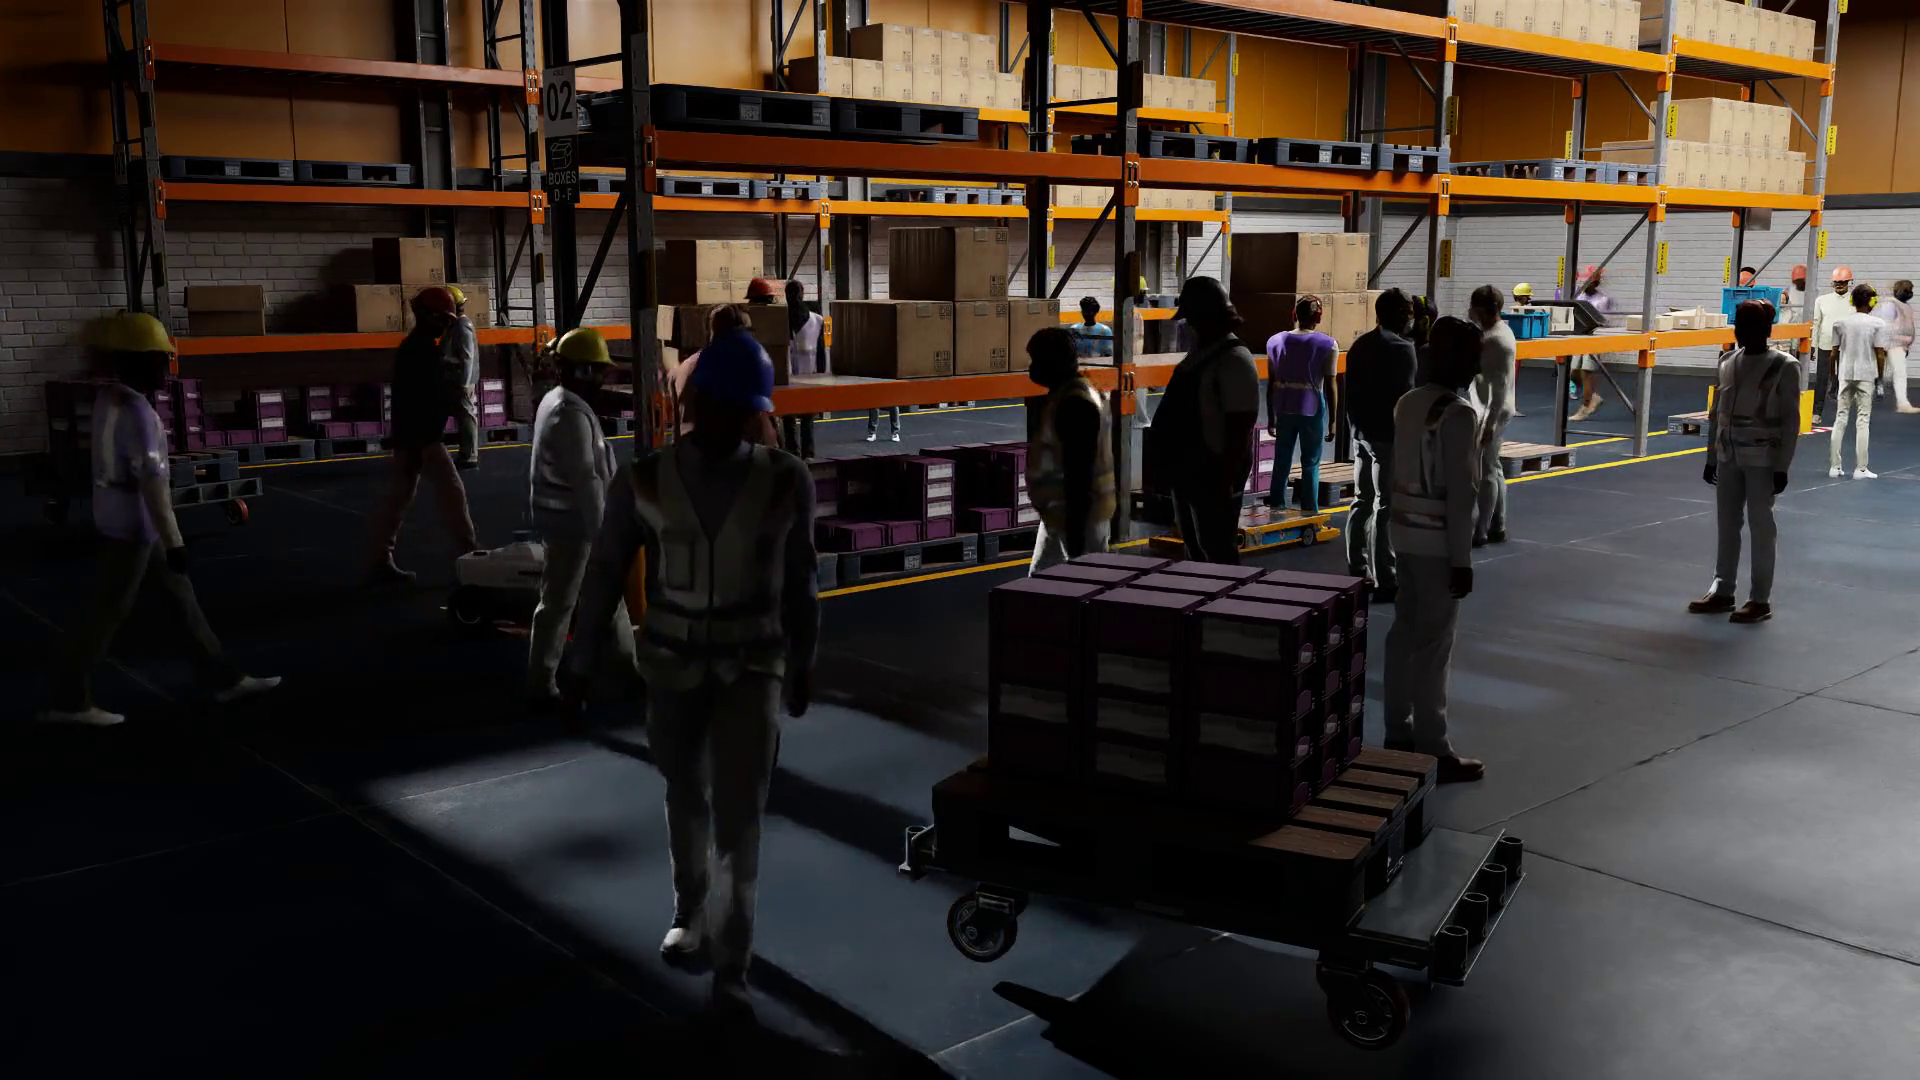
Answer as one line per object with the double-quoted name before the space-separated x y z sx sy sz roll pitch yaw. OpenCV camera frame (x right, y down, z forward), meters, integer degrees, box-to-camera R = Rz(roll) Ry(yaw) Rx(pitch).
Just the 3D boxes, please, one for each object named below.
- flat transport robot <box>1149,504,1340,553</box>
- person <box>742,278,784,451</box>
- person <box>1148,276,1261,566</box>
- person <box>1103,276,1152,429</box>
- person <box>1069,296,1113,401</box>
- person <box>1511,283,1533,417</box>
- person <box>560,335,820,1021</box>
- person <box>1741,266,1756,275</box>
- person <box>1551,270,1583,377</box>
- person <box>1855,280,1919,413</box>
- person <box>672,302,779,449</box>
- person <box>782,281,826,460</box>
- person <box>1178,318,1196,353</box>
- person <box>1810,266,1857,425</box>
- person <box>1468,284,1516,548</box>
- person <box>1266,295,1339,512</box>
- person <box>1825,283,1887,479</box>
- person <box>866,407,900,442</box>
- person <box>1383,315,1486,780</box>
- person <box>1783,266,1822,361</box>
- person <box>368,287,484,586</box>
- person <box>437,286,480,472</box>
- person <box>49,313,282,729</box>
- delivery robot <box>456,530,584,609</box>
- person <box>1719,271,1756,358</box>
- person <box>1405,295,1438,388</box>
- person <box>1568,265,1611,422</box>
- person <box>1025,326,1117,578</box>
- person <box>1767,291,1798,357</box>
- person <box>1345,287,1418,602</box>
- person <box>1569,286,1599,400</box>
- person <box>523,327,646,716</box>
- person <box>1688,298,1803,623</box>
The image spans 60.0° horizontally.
"flat transport robot" 2.096 -0.075 12.154 1.431 0.197 0.652 -9 13 -42
"person" -1.806 -1.470 15.490 0.423 1.918 0.574 0 10 0
"person" 1.257 -0.375 8.737 0.536 2.000 0.676 -2 10 -12
"person" 2.045 -2.299 20.416 0.811 1.898 0.599 0 10 -1
"person" 1.404 -1.788 18.020 0.539 1.697 0.318 6 12 33
"person" 7.415 -2.521 22.101 0.320 1.769 0.523 3 10 17
"person" -0.756 0.380 4.702 0.713 1.888 0.968 -1 10 -4
"person" 12.223 -3.291 26.023 0.367 1.964 0.609 -6 11 -30
"person" 10.696 -3.814 29.201 0.542 1.927 0.382 5 11 25
"person" 12.784 -2.663 22.818 0.636 1.814 0.863 -8 13 -39
"person" -1.154 -0.309 8.823 0.876 1.871 0.672 -9 13 -42
"person" -1.609 -1.588 16.320 0.620 1.868 0.999 -2 10 -9
"person" 2.488 -1.693 16.852 0.637 1.913 0.844 6 11 30
"person" 11.068 -2.448 21.006 0.622 1.993 0.384 6 11 29
"person" 3.830 -0.898 12.126 0.414 1.938 0.632 1 10 7
"person" 2.566 -0.923 12.547 0.561 1.836 0.379 6 11 31
"person" 8.569 -1.511 15.912 0.343 1.865 0.561 -8 12 -39
"person" -0.883 -1.929 19.056 0.497 1.626 0.288 1 10 9
"person" 1.945 0.029 6.825 0.358 1.886 0.574 -2 10 -10
"person" 13.060 -3.258 25.873 0.694 1.969 1.086 4 10 21
"person" -3.390 -0.663 10.765 1.024 1.914 0.667 -6 11 -30
"person" -4.966 -1.587 16.464 0.404 1.826 0.587 -4 11 -23
"person" -3.704 -0.088 7.558 1.008 1.868 0.604 -6 11 -32
"delivery robot" -2.492 0.187 9.516 0.707 0.478 0.477 1 10 7
"person" 10.016 -2.473 21.349 0.374 1.927 0.542 -9 13 -41
"person" 3.062 -0.693 11.111 0.323 1.865 0.518 -3 10 -17
"person" 8.098 -2.521 21.399 0.546 2.014 0.610 -4 11 -23
"person" 0.634 -0.126 8.010 0.903 1.804 0.669 -1 10 -4
"person" 11.430 -2.663 23.290 0.516 1.645 0.308 3 10 17
"person" 2.614 -0.585 10.278 0.371 1.935 0.627 -4 10 -20
"person" 9.294 -2.952 24.650 0.526 1.761 0.337 -2 10 -14
"person" -1.673 -0.081 7.738 0.857 1.786 0.629 -3 10 -18
"person" 4.594 -0.463 9.704 0.337 1.882 0.585 -4 10 -22
